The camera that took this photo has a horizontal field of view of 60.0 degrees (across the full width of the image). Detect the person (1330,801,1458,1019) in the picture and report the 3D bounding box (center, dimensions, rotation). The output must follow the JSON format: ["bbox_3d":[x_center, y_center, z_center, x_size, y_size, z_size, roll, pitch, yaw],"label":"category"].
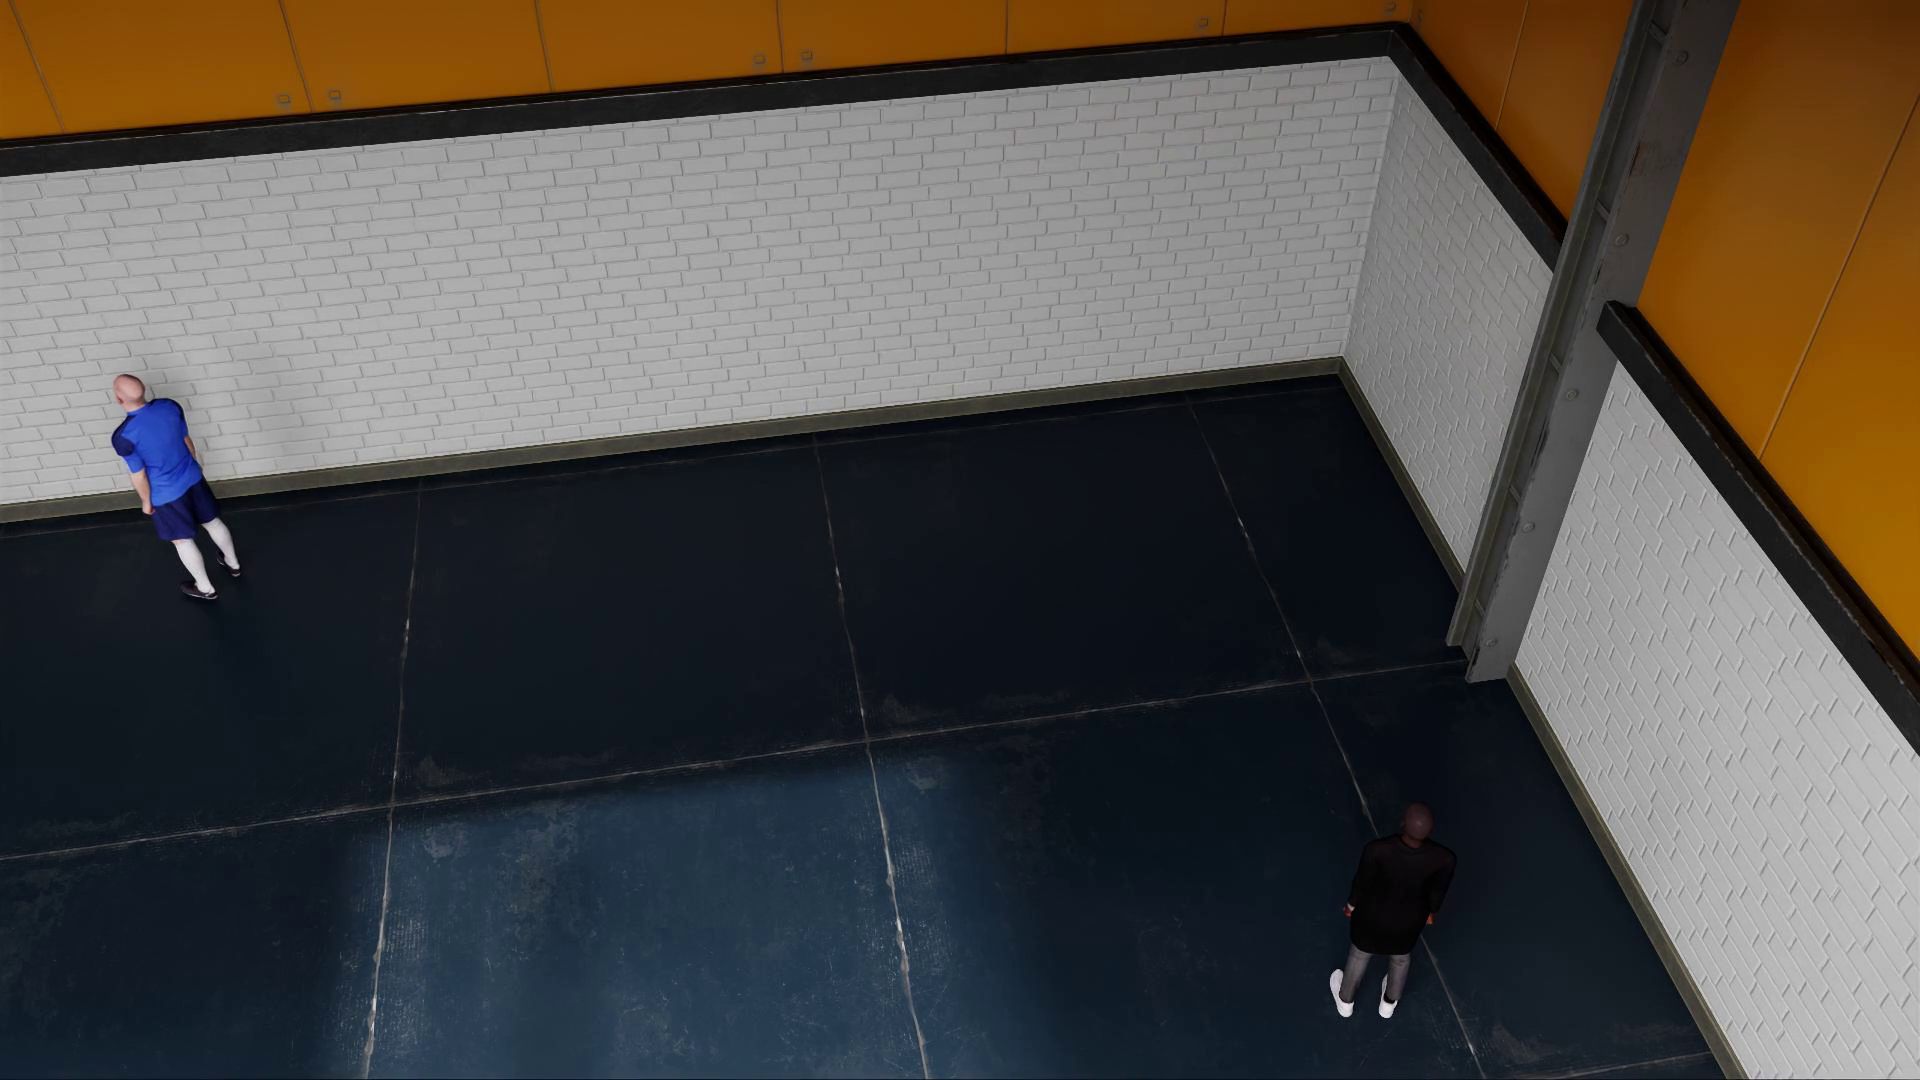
[{"bbox_3d":[2.282,1.969,8.805,0.702,1.762,0.645,4,44,4],"label":"person"}]

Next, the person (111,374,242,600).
[{"bbox_3d":[-5.304,-0.370,11.203,0.810,1.841,0.714,20,47,19],"label":"person"}]
